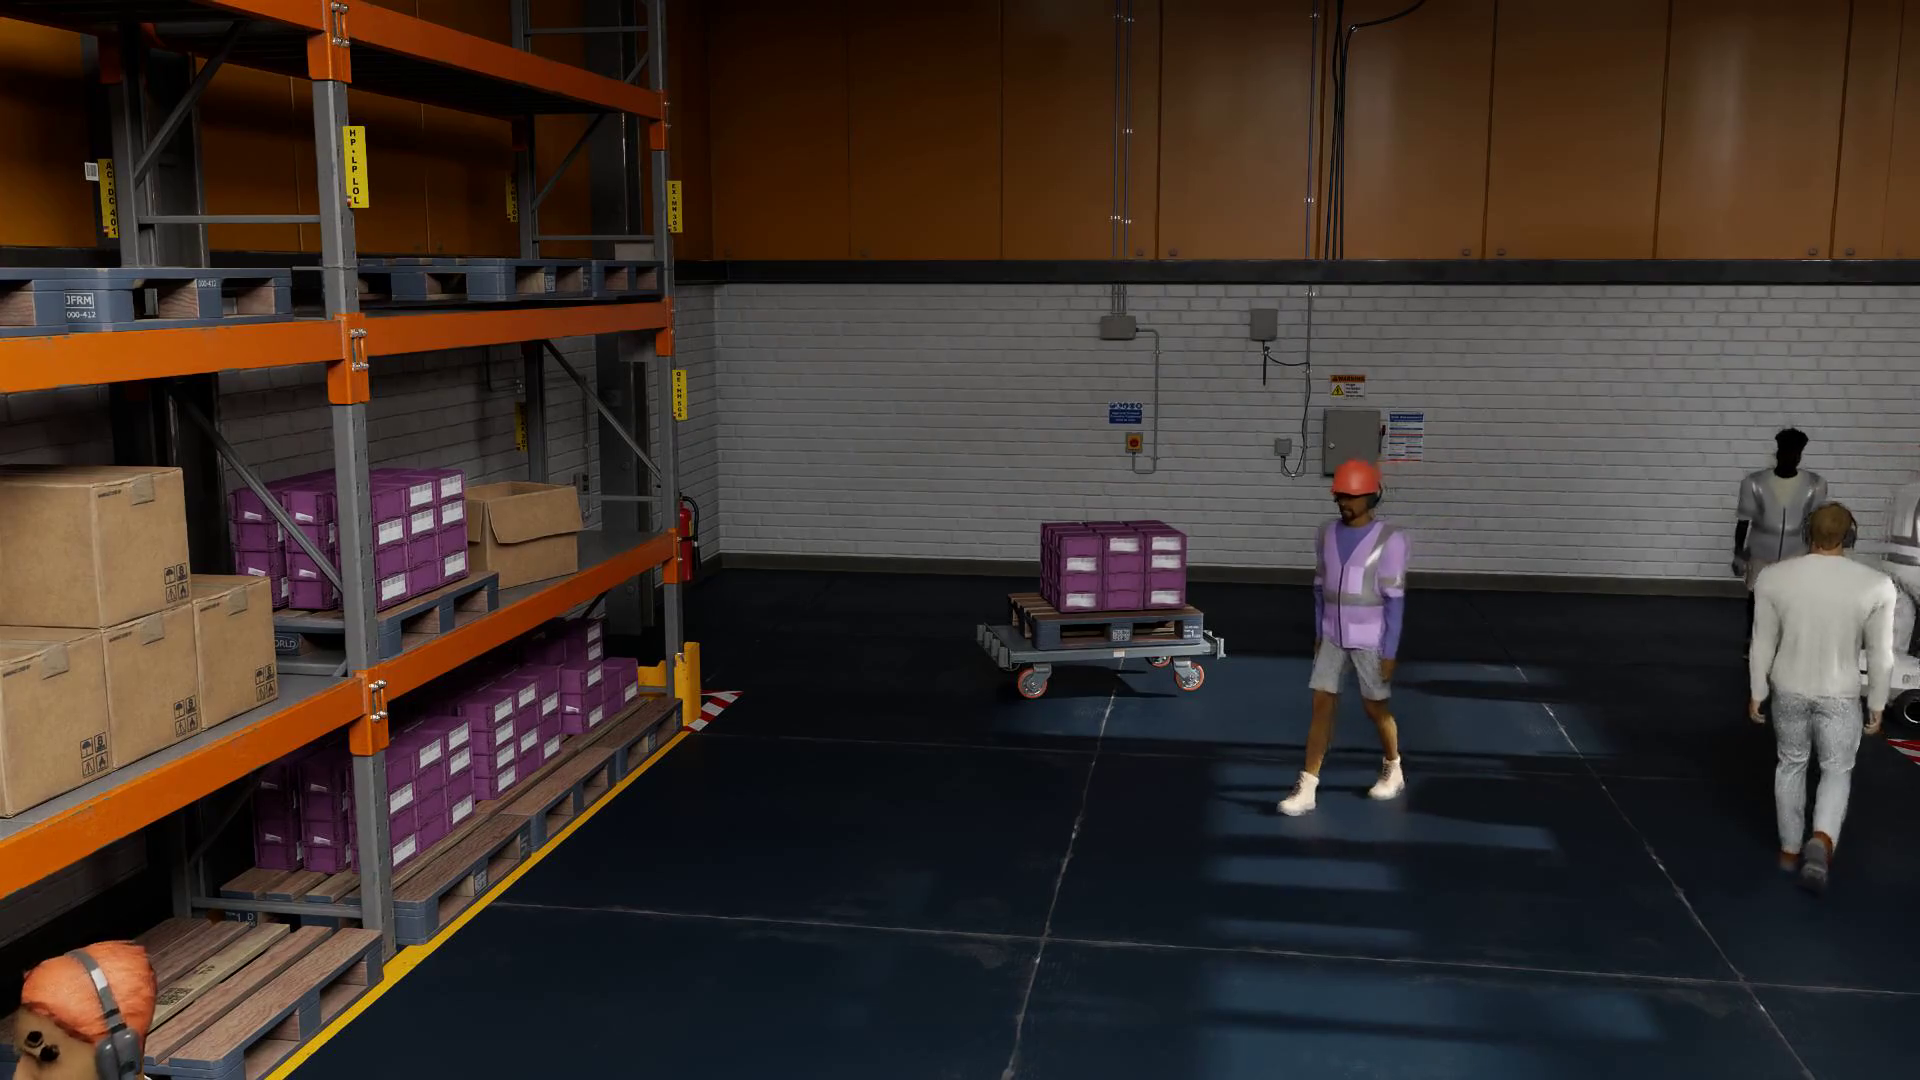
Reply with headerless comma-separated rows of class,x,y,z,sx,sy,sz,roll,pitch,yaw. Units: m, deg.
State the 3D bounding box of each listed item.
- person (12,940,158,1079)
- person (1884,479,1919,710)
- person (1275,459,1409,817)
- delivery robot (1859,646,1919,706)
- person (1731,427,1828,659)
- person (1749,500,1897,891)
person,-1.490,1.620,2.990,0.575,1.885,0.355,8,12,42
person,6.597,0.264,11.440,0.512,1.851,0.641,-1,9,-3
person,2.212,0.533,9.364,0.957,2.000,0.625,-8,12,-42
delivery robot,6.216,0.900,11.228,0.707,0.478,0.477,6,11,31
person,6.185,0.067,12.581,0.613,1.901,1.116,4,10,22
person,4.209,0.765,8.180,0.634,1.920,0.767,5,11,30
